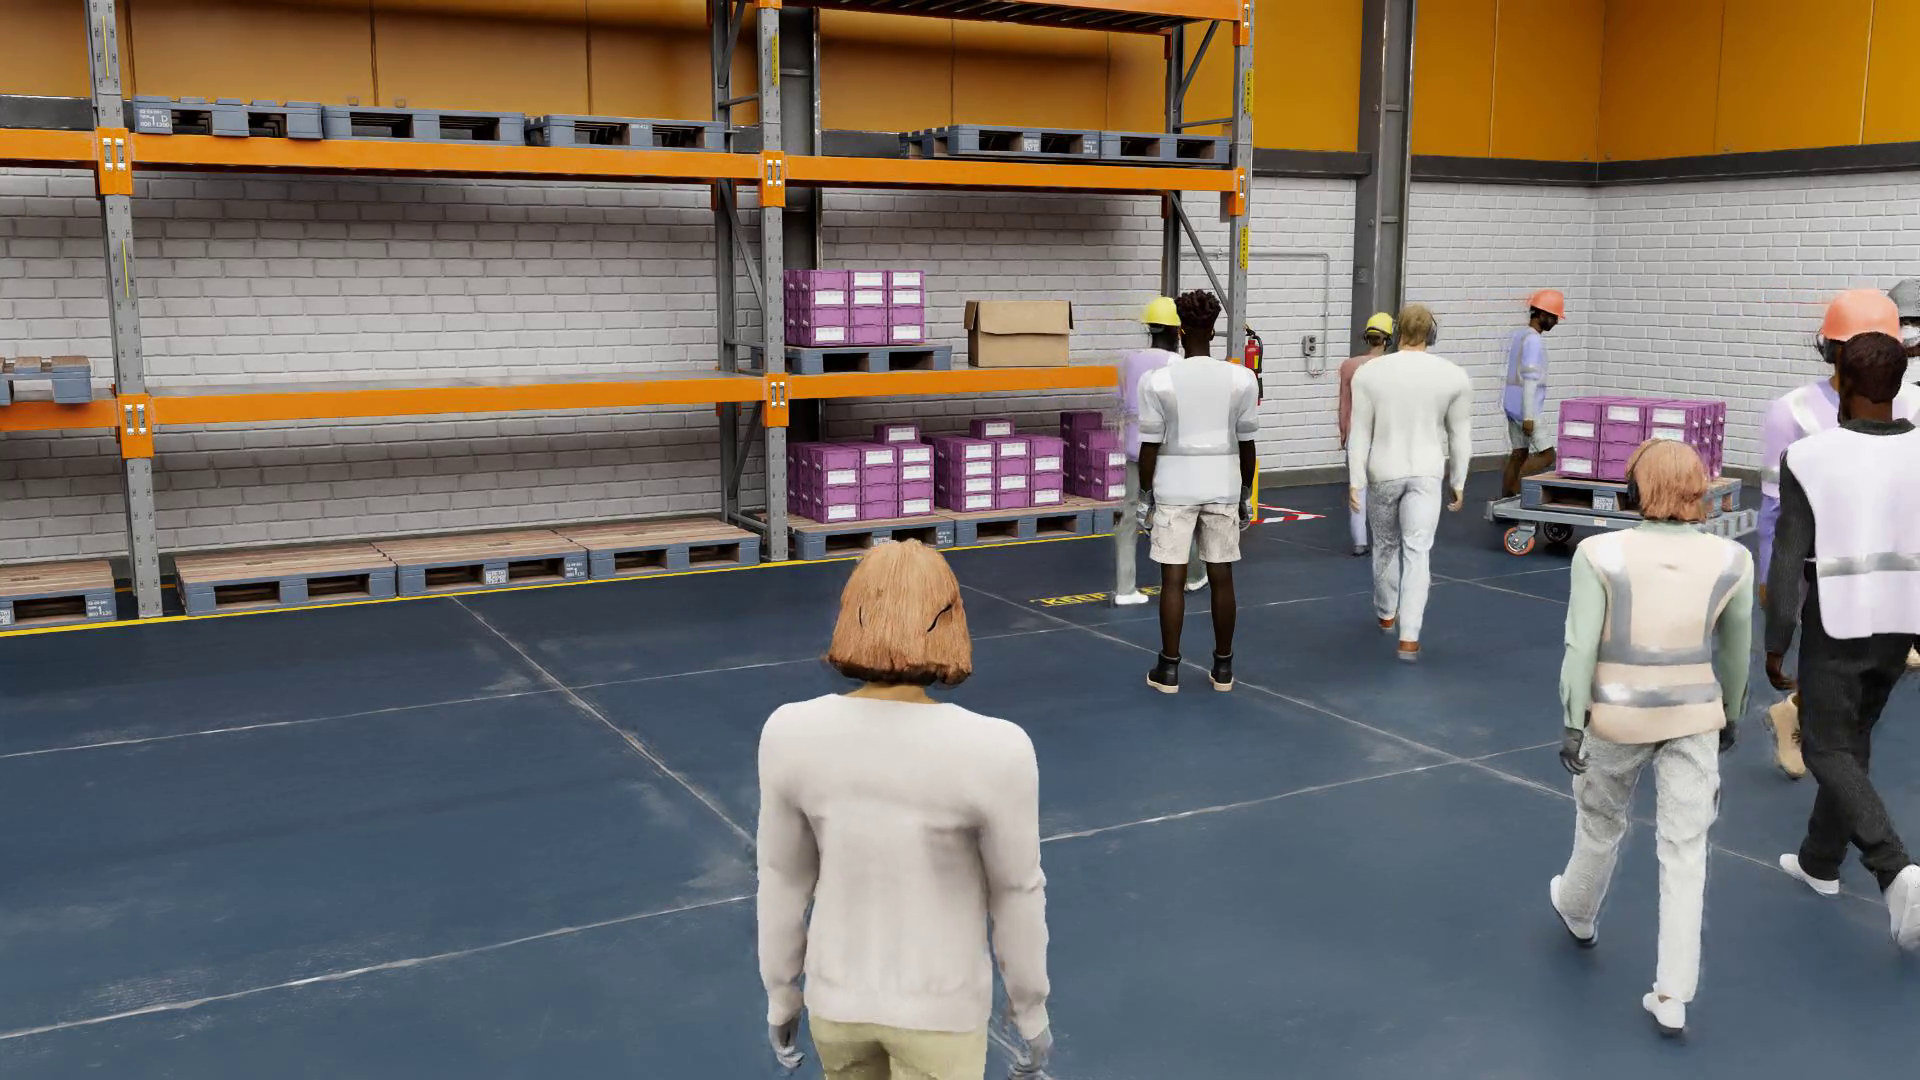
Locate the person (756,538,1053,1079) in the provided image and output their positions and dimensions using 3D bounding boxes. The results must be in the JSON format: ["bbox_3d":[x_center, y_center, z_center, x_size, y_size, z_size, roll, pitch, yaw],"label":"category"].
[{"bbox_3d":[-0.093,0.803,2.880,0.503,1.623,0.350,4,10,22],"label":"person"}]

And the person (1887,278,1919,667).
[{"bbox_3d":[4.754,-0.321,8.433,0.699,2.000,0.537,6,11,33],"label":"person"}]

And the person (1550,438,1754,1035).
[{"bbox_3d":[1.954,0.507,4.728,0.545,1.587,0.861,1,9,6],"label":"person"}]

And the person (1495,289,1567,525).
[{"bbox_3d":[4.520,-1.031,13.186,0.460,1.898,0.580,1,9,6],"label":"person"}]

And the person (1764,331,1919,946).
[{"bbox_3d":[2.851,0.293,5.212,0.597,1.883,0.836,-1,9,-4],"label":"person"}]

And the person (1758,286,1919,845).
[{"bbox_3d":[3.291,0.056,6.268,0.657,2.012,0.927,0,9,-3],"label":"person"}]

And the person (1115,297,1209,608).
[{"bbox_3d":[1.266,-0.546,10.284,0.612,1.876,0.954,8,12,41],"label":"person"}]

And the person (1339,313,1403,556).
[{"bbox_3d":[3.003,-0.762,12.043,0.533,1.741,0.655,4,10,24],"label":"person"}]

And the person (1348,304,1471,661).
[{"bbox_3d":[2.432,-0.333,9.032,0.637,1.875,1.063,3,10,18],"label":"person"}]

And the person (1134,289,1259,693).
[{"bbox_3d":[1.145,-0.229,8.095,0.606,1.967,0.367,-1,9,-6],"label":"person"}]
